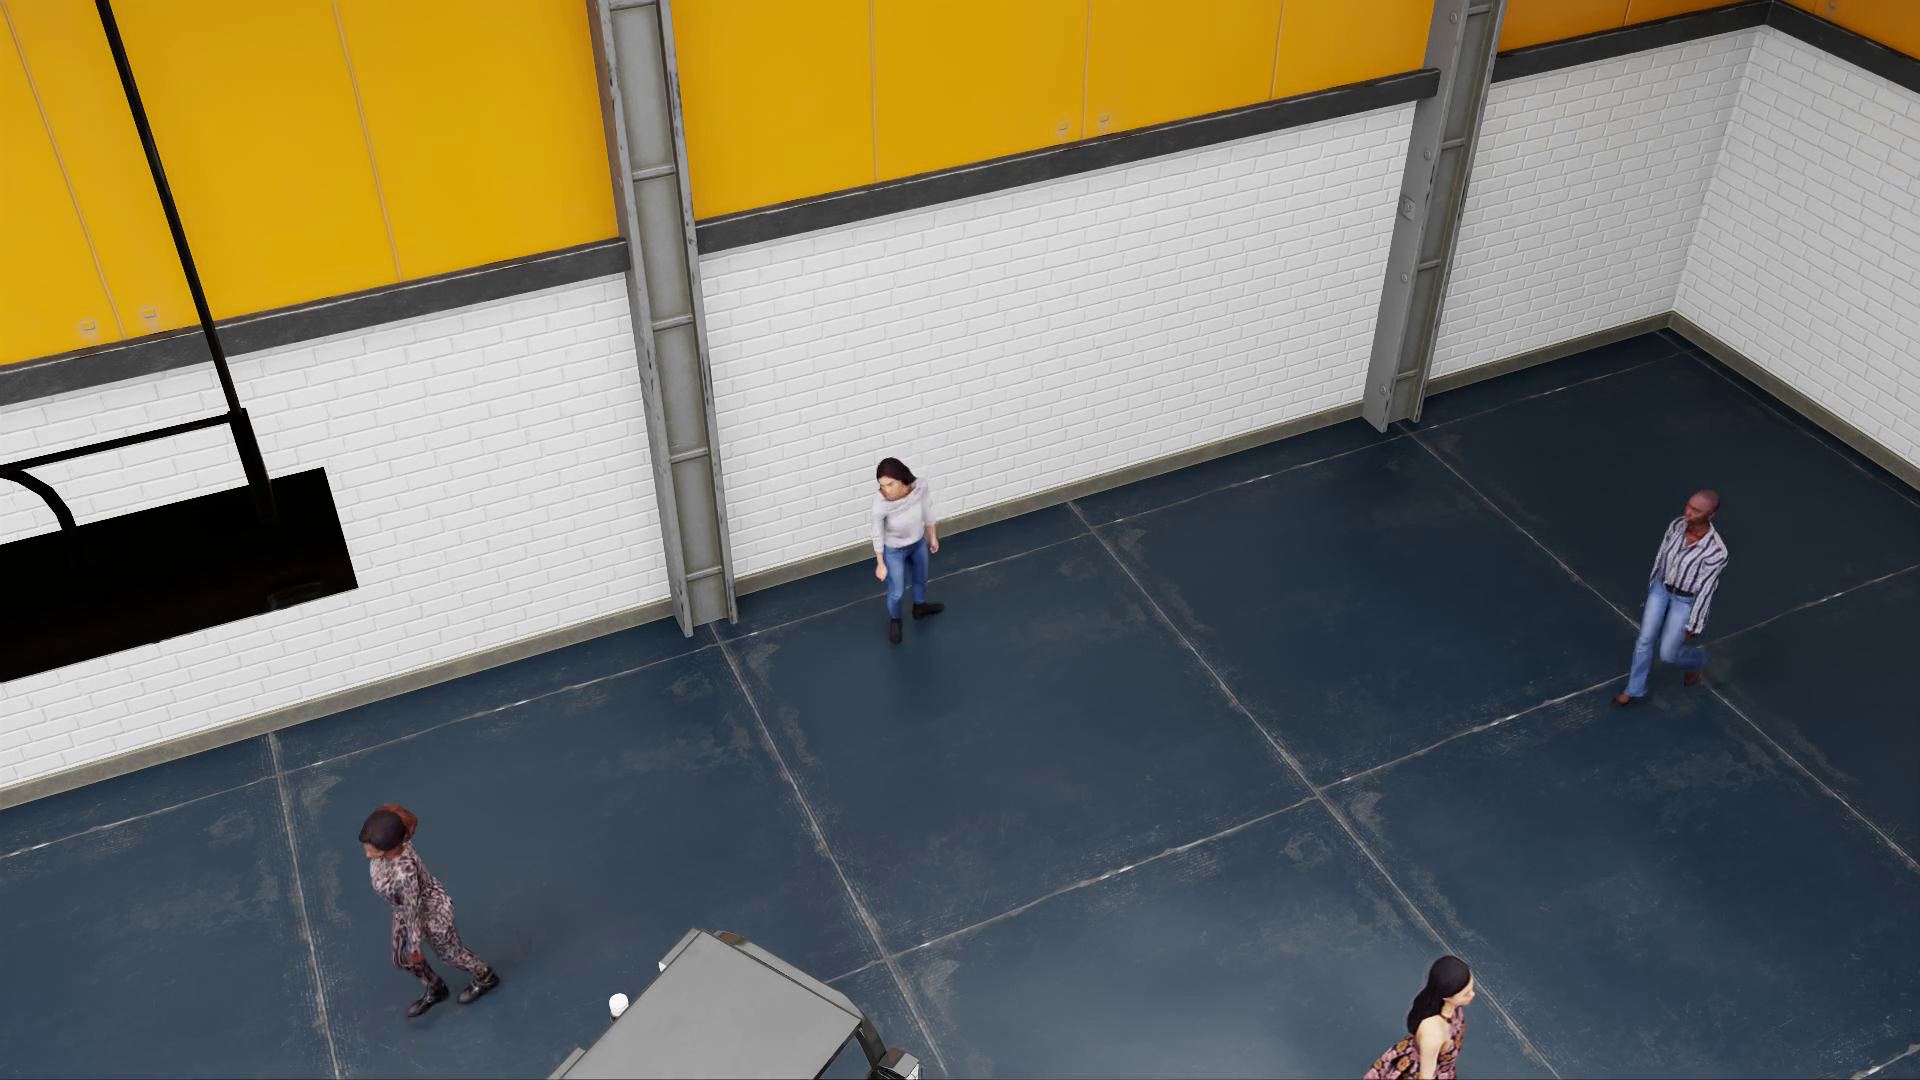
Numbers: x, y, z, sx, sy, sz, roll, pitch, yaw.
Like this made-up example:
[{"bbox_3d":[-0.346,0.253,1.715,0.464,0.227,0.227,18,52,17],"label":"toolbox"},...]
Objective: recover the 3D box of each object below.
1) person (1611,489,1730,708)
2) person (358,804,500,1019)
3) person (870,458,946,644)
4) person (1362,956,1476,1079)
[{"bbox_3d":[4.688,0.396,10.740,0.825,1.780,0.625,-16,41,-19],"label":"person"},{"bbox_3d":[-2.796,1.953,8.866,0.805,1.684,0.671,-20,43,-23],"label":"person"},{"bbox_3d":[-0.381,0.033,11.335,0.890,1.605,0.604,26,45,28],"label":"person"},{"bbox_3d":[2.219,2.593,7.994,0.862,1.774,0.805,12,40,14],"label":"person"}]
